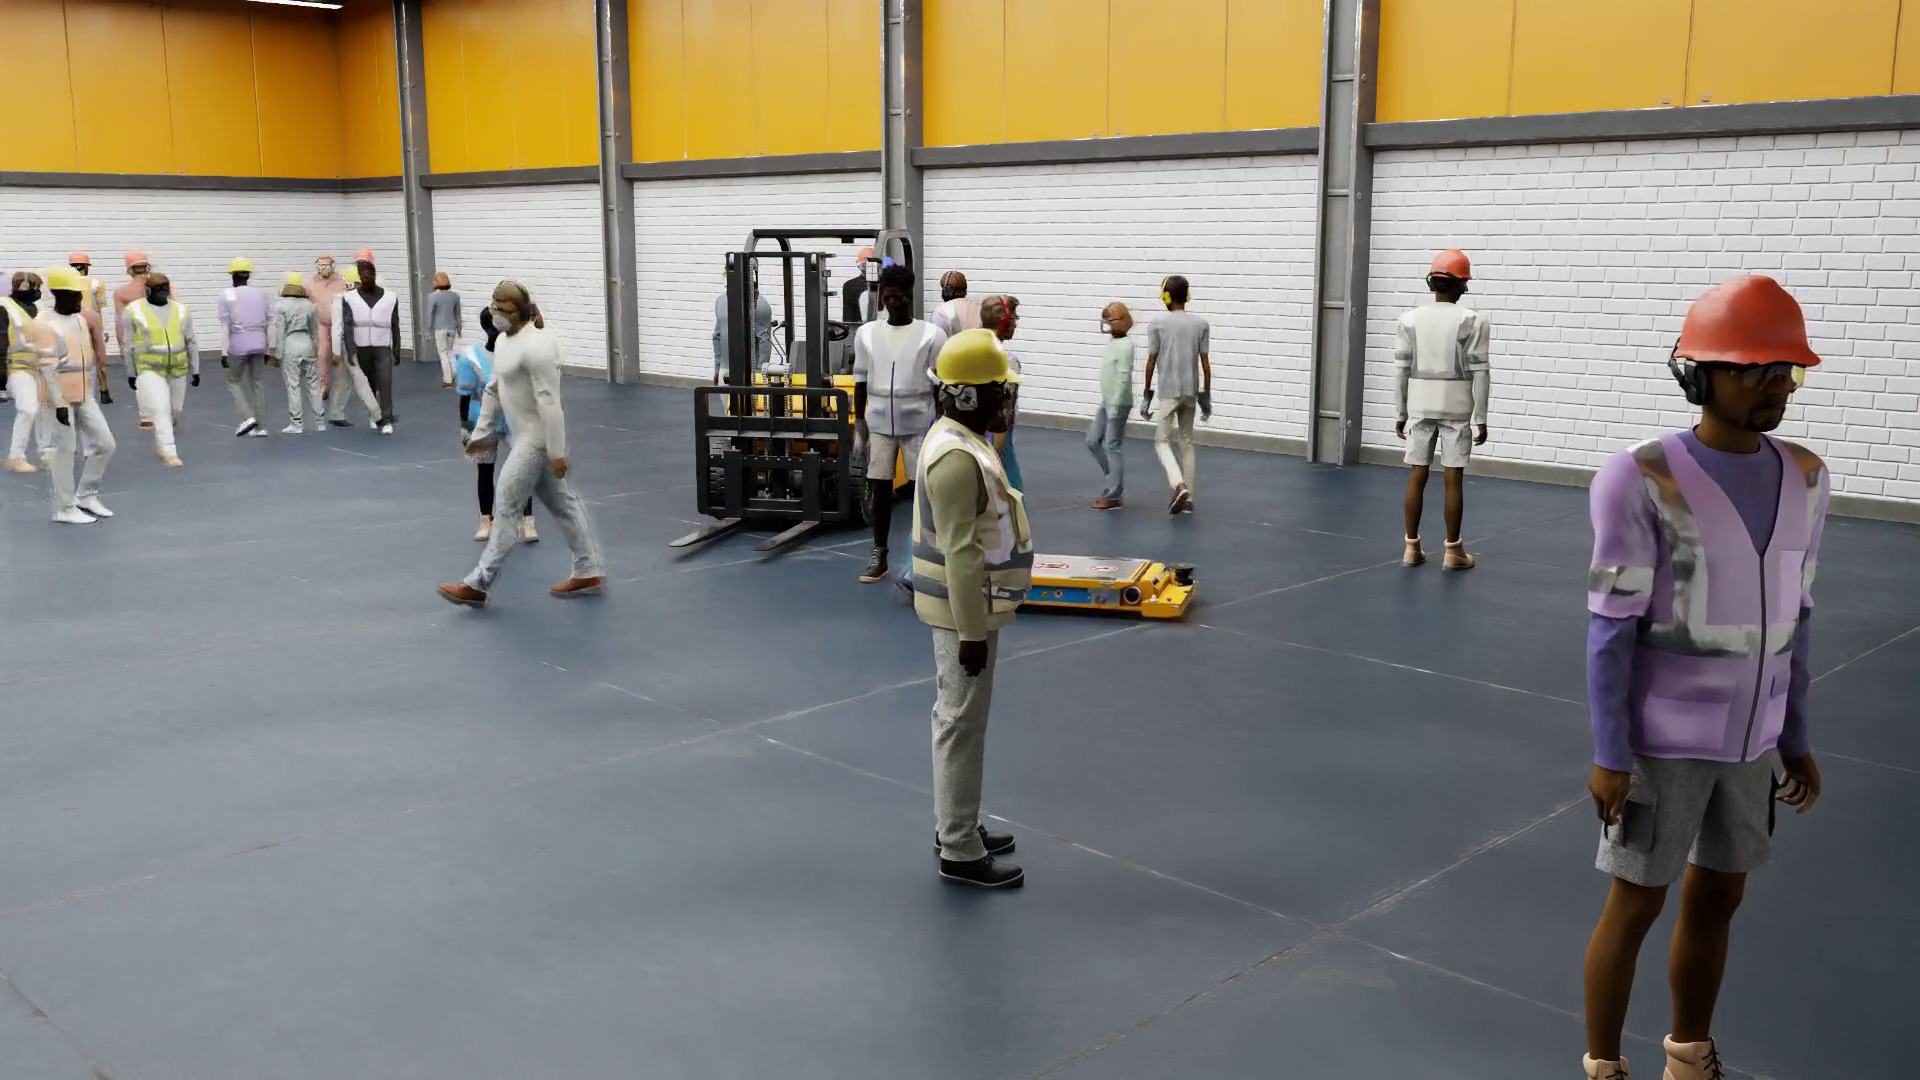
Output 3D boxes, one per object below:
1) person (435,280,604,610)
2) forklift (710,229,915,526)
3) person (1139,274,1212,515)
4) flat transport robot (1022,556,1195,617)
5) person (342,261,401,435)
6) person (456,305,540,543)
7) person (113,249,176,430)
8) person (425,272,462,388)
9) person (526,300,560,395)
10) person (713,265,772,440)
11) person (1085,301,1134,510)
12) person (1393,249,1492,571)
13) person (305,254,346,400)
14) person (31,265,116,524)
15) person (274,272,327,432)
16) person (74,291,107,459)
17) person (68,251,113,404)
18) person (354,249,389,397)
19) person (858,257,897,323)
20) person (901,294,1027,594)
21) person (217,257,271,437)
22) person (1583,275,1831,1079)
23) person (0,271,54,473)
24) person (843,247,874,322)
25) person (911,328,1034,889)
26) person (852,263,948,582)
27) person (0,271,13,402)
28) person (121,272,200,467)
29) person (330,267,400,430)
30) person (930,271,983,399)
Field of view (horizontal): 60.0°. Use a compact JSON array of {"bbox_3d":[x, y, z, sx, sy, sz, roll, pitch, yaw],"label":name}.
[{"bbox_3d":[-2.534,-0.543,9.527,0.991,1.876,0.667,-5,12,-26],"label":"person"},{"bbox_3d":[-1.050,-1.319,12.920,1.214,2.155,2.313,2,11,13],"label":"forklift"},{"bbox_3d":[1.661,-1.090,12.625,0.554,1.848,0.608,-3,11,-15],"label":"person"},{"bbox_3d":[0.608,0.245,9.635,1.431,0.197,0.652,3,11,15],"label":"flat transport robot"},{"bbox_3d":[-6.389,-2.094,18.086,0.589,1.865,1.054,-4,11,-20],"label":"person"},{"bbox_3d":[-3.179,-0.788,11.479,0.553,1.657,0.675,-5,12,-27],"label":"person"},{"bbox_3d":[-8.847,-2.166,18.110,0.631,1.979,0.671,-8,13,-36],"label":"person"},{"bbox_3d":[-7.229,-2.931,23.284,0.357,1.620,0.501,8,13,38],"label":"person"},{"bbox_3d":[-3.560,-1.181,13.764,0.498,1.613,0.629,-4,11,-20],"label":"person"},{"bbox_3d":[-1.899,-1.466,14.417,0.627,1.940,0.371,8,13,36],"label":"person"},{"bbox_3d":[1.175,-1.041,12.936,0.327,1.620,0.522,-2,11,-13],"label":"person"},{"bbox_3d":[3.077,-0.821,10.617,0.615,2.043,0.373,7,12,33],"label":"person"},{"bbox_3d":[-8.138,-2.741,21.515,0.664,1.876,0.793,-3,11,-16],"label":"person"},{"bbox_3d":[-6.534,-1.056,12.252,0.471,1.909,0.598,2,11,9],"label":"person"},{"bbox_3d":[-7.168,-2.029,18.082,0.353,1.724,0.569,9,14,41],"label":"person"},{"bbox_3d":[-8.525,-1.667,16.035,0.547,1.742,0.653,-5,12,-26],"label":"person"},{"bbox_3d":[-11.045,-2.670,20.991,0.547,1.934,0.376,-4,11,-22],"label":"person"},{"bbox_3d":[-7.818,-2.868,22.066,0.605,1.944,0.977,2,11,12],"label":"person"},{"bbox_3d":[-0.751,-1.964,17.226,0.606,1.894,0.995,-9,14,-41],"label":"person"},{"bbox_3d":[0.110,-0.516,9.630,0.911,1.809,0.563,-8,13,-36],"label":"person"},{"bbox_3d":[-7.554,-2.028,17.591,0.431,1.899,0.605,8,13,37],"label":"person"},{"bbox_3d":[1.697,0.434,3.769,0.605,2.045,0.377,-3,11,-18],"label":"person"},{"bbox_3d":[-8.422,-1.516,15.031,0.435,1.810,0.657,3,11,14],"label":"person"},{"bbox_3d":[-1.050,-2.328,18.968,0.625,1.991,0.394,-7,13,-35],"label":"person"},{"bbox_3d":[0.041,0.221,5.506,0.403,1.833,0.590,0,10,-2],"label":"person"},{"bbox_3d":[-0.372,-0.701,10.172,0.612,1.962,0.363,2,11,13],"label":"person"},{"bbox_3d":[-12.372,-2.723,21.358,0.399,1.907,0.644,4,11,19],"label":"person"},{"bbox_3d":[-7.499,-1.611,15.600,0.891,1.809,0.630,10,14,43],"label":"person"},{"bbox_3d":[-6.547,-2.085,18.215,0.917,1.779,0.603,1,10,3],"label":"person"},{"bbox_3d":[-0.040,-1.377,14.239,0.431,1.836,0.619,9,13,39],"label":"person"}]
